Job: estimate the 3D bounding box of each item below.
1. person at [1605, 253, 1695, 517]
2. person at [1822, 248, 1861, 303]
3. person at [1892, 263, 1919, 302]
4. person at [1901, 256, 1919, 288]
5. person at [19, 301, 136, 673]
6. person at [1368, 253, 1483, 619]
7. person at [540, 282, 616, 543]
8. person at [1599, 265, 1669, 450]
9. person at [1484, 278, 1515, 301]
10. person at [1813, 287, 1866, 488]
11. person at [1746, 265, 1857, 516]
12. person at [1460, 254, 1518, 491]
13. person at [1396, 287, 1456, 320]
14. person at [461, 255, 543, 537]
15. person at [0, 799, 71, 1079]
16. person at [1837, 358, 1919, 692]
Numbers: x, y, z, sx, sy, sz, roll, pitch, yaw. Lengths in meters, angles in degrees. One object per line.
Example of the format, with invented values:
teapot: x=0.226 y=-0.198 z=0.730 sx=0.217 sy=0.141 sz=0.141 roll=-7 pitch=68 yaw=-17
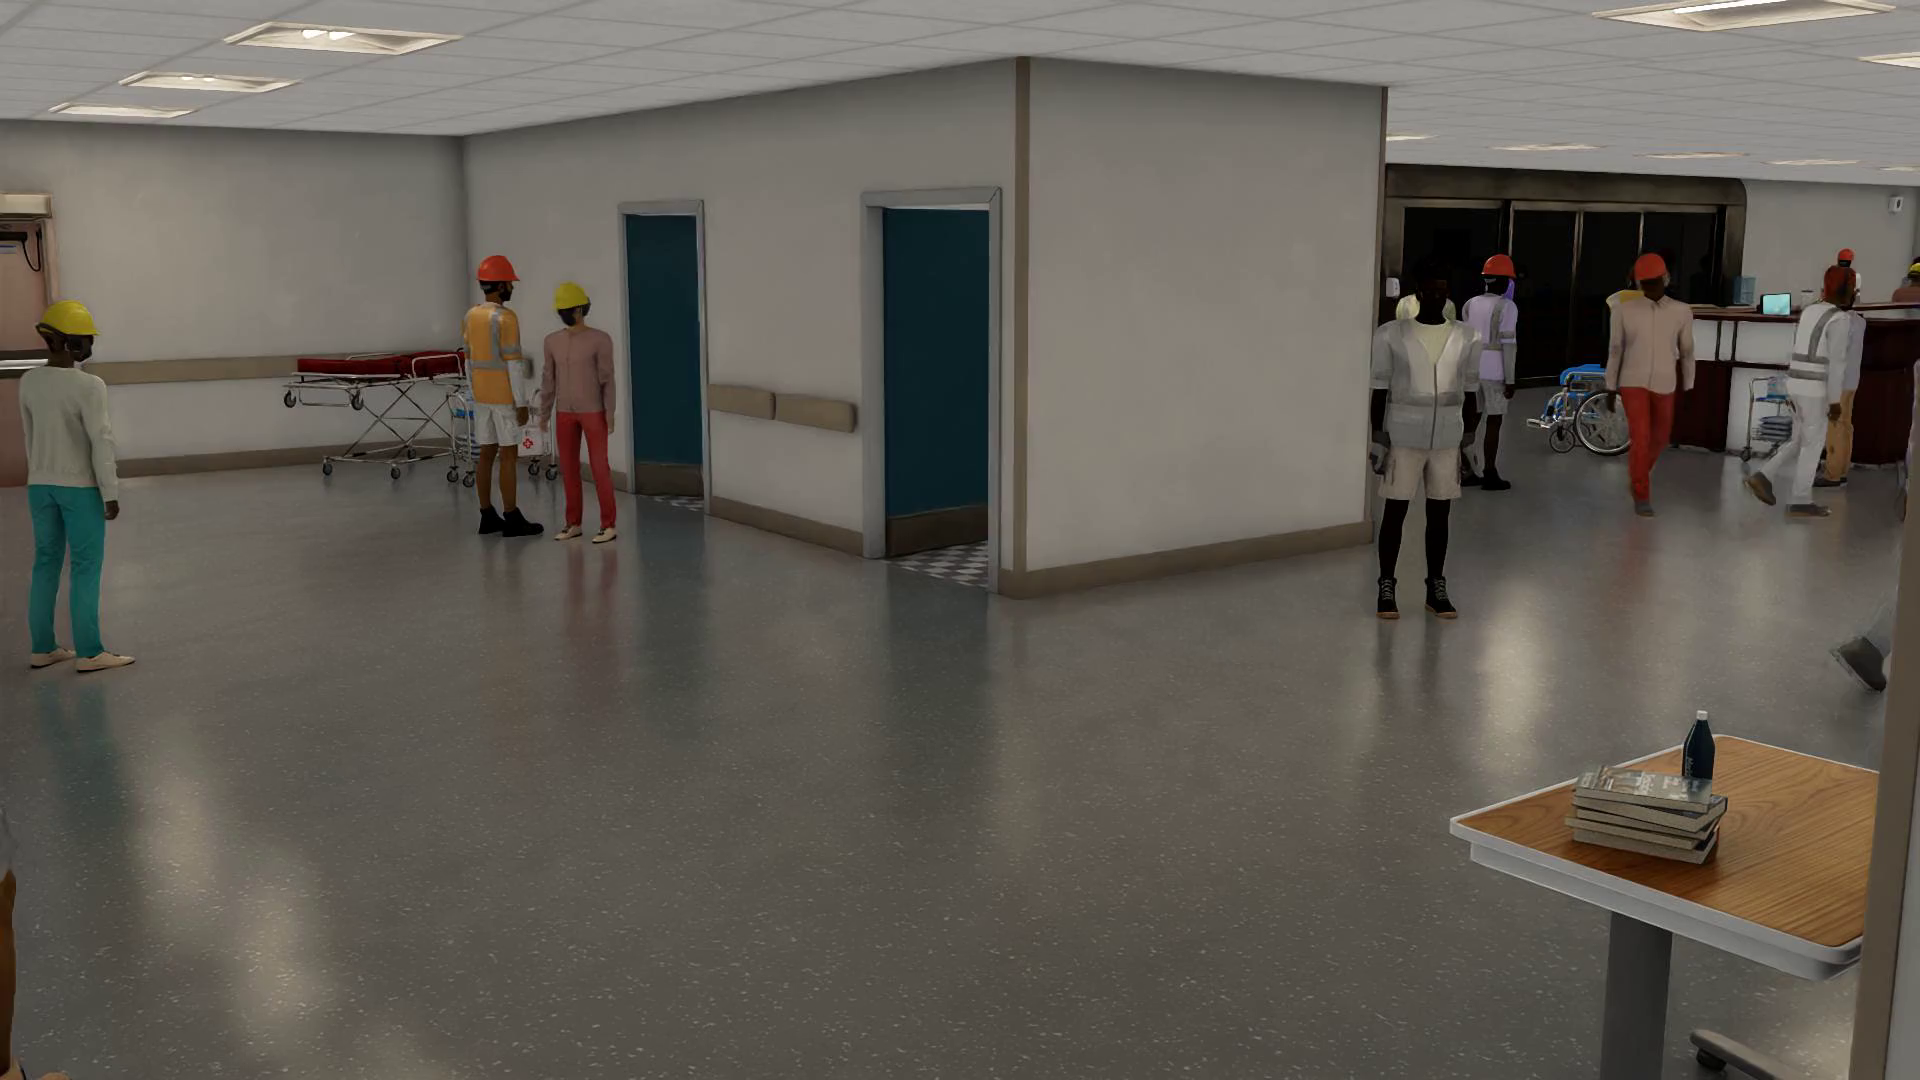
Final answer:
person: x=5.221 y=-1.194 z=12.626 sx=0.631 sy=1.949 sz=0.916 roll=1 pitch=10 yaw=7
person: x=13.466 y=-3.477 z=25.442 sx=0.546 sy=1.942 sz=0.348 roll=9 pitch=14 yaw=43
person: x=12.493 y=-2.745 z=21.833 sx=0.533 sy=1.768 sz=0.311 roll=7 pitch=13 yaw=36
person: x=15.010 y=-3.555 z=26.204 sx=0.878 sy=1.840 sz=0.509 roll=-6 pitch=12 yaw=-30
person: x=-4.213 y=-0.252 z=7.914 sx=0.540 sy=1.755 sz=0.376 roll=4 pitch=11 yaw=20
person: x=2.500 y=-0.548 z=8.963 sx=0.606 sy=1.966 sz=0.367 roll=0 pitch=10 yaw=-2
person: x=-2.578 y=-0.860 z=11.285 sx=0.541 sy=1.763 sz=0.332 roll=3 pitch=11 yaw=16
person: x=6.440 y=-1.717 z=15.897 sx=0.630 sy=1.835 sz=0.429 roll=4 pitch=11 yaw=22
person: x=7.263 y=-2.901 z=22.480 sx=0.575 sy=1.843 sz=0.375 roll=-8 pitch=13 yaw=-39
person: x=7.259 y=-1.302 z=13.801 sx=0.337 sy=1.743 sz=0.562 roll=9 pitch=14 yaw=43
person: x=6.276 y=-1.092 z=12.302 sx=0.540 sy=1.865 sz=0.589 roll=1 pitch=10 yaw=3
person: x=4.366 y=-1.371 z=13.690 sx=0.381 sy=1.931 sz=0.545 roll=-5 pitch=11 yaw=-28
person: x=4.571 y=-1.806 z=16.442 sx=0.641 sy=1.805 sz=0.430 roll=4 pitch=11 yaw=24
person: x=-3.182 y=-0.990 z=11.515 sx=0.543 sy=1.939 sz=0.370 roll=8 pitch=13 yaw=37
person: x=-2.265 y=0.424 z=3.472 sx=0.638 sy=1.978 sz=0.802 roll=2 pitch=10 yaw=12
person: x=4.418 y=-0.249 z=7.436 sx=0.904 sy=1.919 sz=0.620 roll=-1 pitch=10 yaw=-3
